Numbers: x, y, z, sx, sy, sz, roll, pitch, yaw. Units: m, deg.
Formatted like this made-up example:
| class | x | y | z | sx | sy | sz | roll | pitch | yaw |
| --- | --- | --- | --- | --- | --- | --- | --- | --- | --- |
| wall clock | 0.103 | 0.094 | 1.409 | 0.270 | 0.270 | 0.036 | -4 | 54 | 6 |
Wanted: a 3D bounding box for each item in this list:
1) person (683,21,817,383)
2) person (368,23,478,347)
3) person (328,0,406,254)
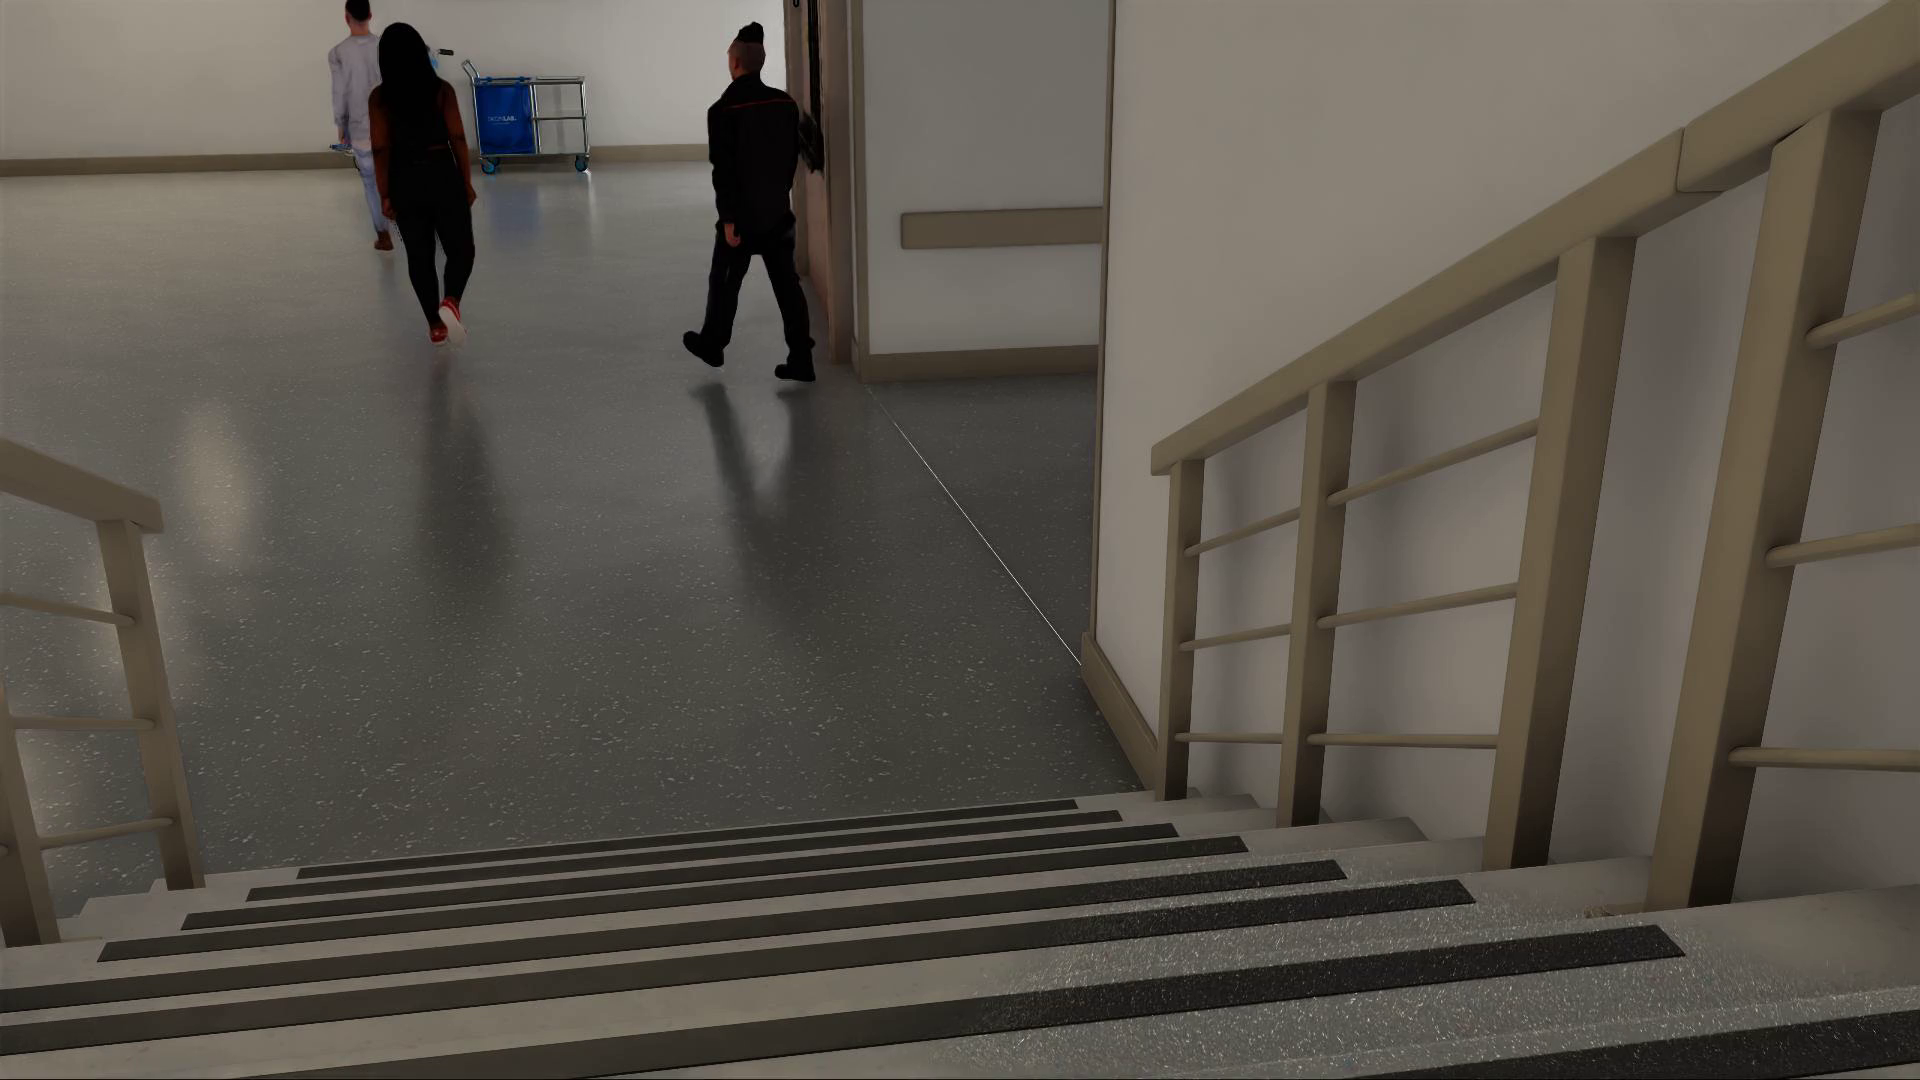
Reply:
| class | x | y | z | sx | sy | sz | roll | pitch | yaw |
| --- | --- | --- | --- | --- | --- | --- | --- | --- | --- |
| person | -0.990 | -1.686 | 8.591 | 1.132 | 1.819 | 1.270 | -18 | 27 | -39 |
| person | -2.971 | -1.930 | 9.263 | 0.692 | 1.800 | 0.934 | -5 | 21 | -12 |
| person | -4.185 | -2.967 | 11.957 | 0.866 | 1.830 | 0.973 | -12 | 24 | -29 |
